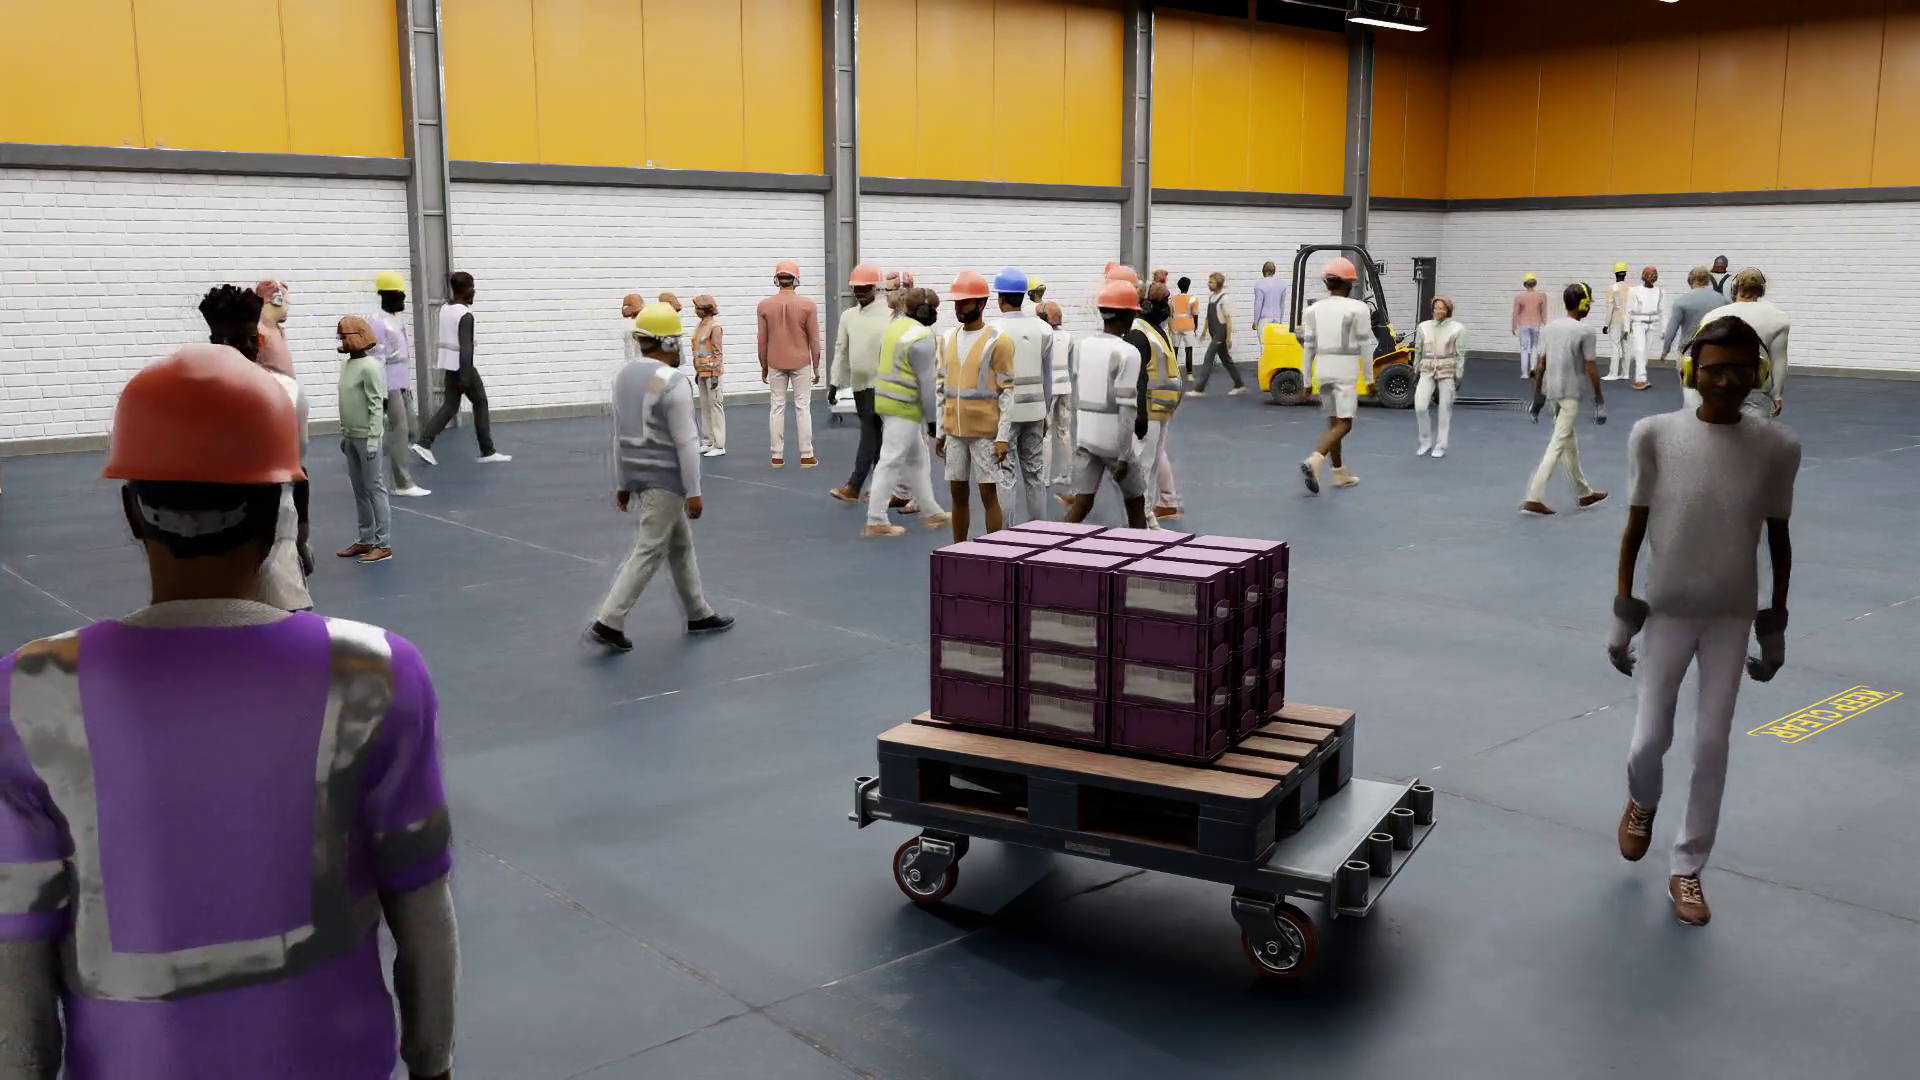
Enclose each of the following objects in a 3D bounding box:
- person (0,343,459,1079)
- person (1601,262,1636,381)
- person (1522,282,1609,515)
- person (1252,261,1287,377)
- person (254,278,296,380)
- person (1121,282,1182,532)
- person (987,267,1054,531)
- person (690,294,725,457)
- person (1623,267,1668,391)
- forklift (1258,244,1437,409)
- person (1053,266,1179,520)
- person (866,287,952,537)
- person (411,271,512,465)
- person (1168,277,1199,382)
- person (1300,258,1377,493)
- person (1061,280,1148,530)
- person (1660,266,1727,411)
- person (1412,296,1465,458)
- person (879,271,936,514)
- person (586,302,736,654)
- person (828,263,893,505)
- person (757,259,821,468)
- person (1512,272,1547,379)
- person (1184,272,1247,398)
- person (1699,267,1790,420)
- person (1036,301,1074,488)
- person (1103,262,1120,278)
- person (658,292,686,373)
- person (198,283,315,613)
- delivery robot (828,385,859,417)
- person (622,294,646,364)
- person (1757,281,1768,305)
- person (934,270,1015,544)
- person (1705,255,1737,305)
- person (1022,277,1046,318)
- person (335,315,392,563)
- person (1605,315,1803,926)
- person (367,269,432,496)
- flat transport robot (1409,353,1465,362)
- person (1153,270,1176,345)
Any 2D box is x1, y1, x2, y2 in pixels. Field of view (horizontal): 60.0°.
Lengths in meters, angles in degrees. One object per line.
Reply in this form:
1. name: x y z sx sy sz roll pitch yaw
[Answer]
1. person: -0.986 0.691 2.286 0.574 1.904 0.778 -4 10 -22
2. person: 10.727 -3.554 27.090 0.589 1.923 0.383 -3 10 -20
3. person: 4.814 -1.105 13.080 0.979 1.809 0.568 -4 11 -24
4. person: 5.143 -3.673 27.743 0.627 1.941 0.373 -5 11 -26
5. person: -4.792 -0.853 11.433 0.485 1.870 0.670 -2 10 -14
6. person: 1.341 -0.883 11.695 0.429 1.844 0.625 3 10 20
7. person: 0.354 -0.835 11.096 0.604 1.949 0.389 -6 12 -33
8. person: -2.547 -1.662 16.847 0.310 1.640 0.514 -6 11 -31
9. person: 10.371 -3.165 25.011 0.606 1.850 0.869 -1 10 -3
10. forklift: 5.256 -2.933 22.661 2.313 2.155 1.214 3 10 16
11. person: 1.232 -1.110 12.721 1.002 1.936 0.623 0 10 0
12. person: -0.312 -0.916 12.030 0.866 1.794 0.634 -4 10 -21
13. person: -4.890 -1.660 16.134 0.918 1.886 0.605 -9 13 -41
14. person: 3.598 -3.394 26.846 0.532 1.691 0.321 4 11 23
15. person: 3.189 -1.405 14.266 0.897 2.020 0.627 -9 13 -42
16. person: 0.866 -0.594 9.879 0.978 1.894 0.543 -9 13 -41
17. person: 8.345 -2.152 18.921 0.649 1.908 0.690 -2 10 -11
18. person: 4.771 -1.624 16.643 0.547 1.619 0.456 7 12 34
19. person: -0.454 -1.163 13.148 0.401 1.904 0.648 -6 11 -31
20. person: -1.574 -0.329 8.581 0.919 1.794 0.599 -8 13 -40
21. person: -0.829 -1.270 13.611 0.627 1.952 0.940 8 13 40
22. person: -1.627 -1.678 15.903 0.611 1.994 0.379 1 10 5
23. person: 9.357 -3.517 27.356 0.551 1.750 0.367 2 10 9
24. person: 3.726 -2.935 23.876 0.981 1.799 0.509 -2 10 -11
25. person: 5.990 -1.115 12.766 0.630 1.940 0.373 4 11 23
26. person: 0.802 -1.275 14.608 0.513 1.626 0.323 -8 13 -39
27. person: 2.297 -3.188 24.904 0.376 1.935 0.550 -5 11 -27
28. person: -3.169 -1.913 18.361 0.290 1.623 0.494 -2 10 -12
29. person: -2.842 -0.036 6.502 0.624 1.932 0.964 -10 14 -44
30. delivery robot: -1.209 -1.662 19.742 0.707 0.478 0.477 0 10 1
31. person: -3.352 -1.741 17.322 0.269 1.632 0.505 3 10 16
32. person: 8.792 -2.023 18.392 0.582 1.829 0.533 -2 10 -11
33. person: 0.064 -0.659 10.216 0.552 1.898 0.356 7 12 35
34. person: 13.141 -3.914 28.853 0.672 2.000 0.536 5 11 29
35. person: 0.939 -2.319 20.340 0.522 1.763 0.319 -8 13 -41
36. person: -3.985 -0.669 11.050 0.280 1.633 0.500 -9 13 -43
37. person: 2.285 0.231 5.155 0.531 1.848 0.505 3 10 16
38. person: -4.790 -1.307 13.956 0.567 1.915 0.600 0 10 -1
39. flat transport robot: 8.776 -3.393 30.979 0.652 0.197 1.431 9 13 43
40. person: 2.962 -3.059 24.481 0.764 1.813 0.611 -6 11 -31
